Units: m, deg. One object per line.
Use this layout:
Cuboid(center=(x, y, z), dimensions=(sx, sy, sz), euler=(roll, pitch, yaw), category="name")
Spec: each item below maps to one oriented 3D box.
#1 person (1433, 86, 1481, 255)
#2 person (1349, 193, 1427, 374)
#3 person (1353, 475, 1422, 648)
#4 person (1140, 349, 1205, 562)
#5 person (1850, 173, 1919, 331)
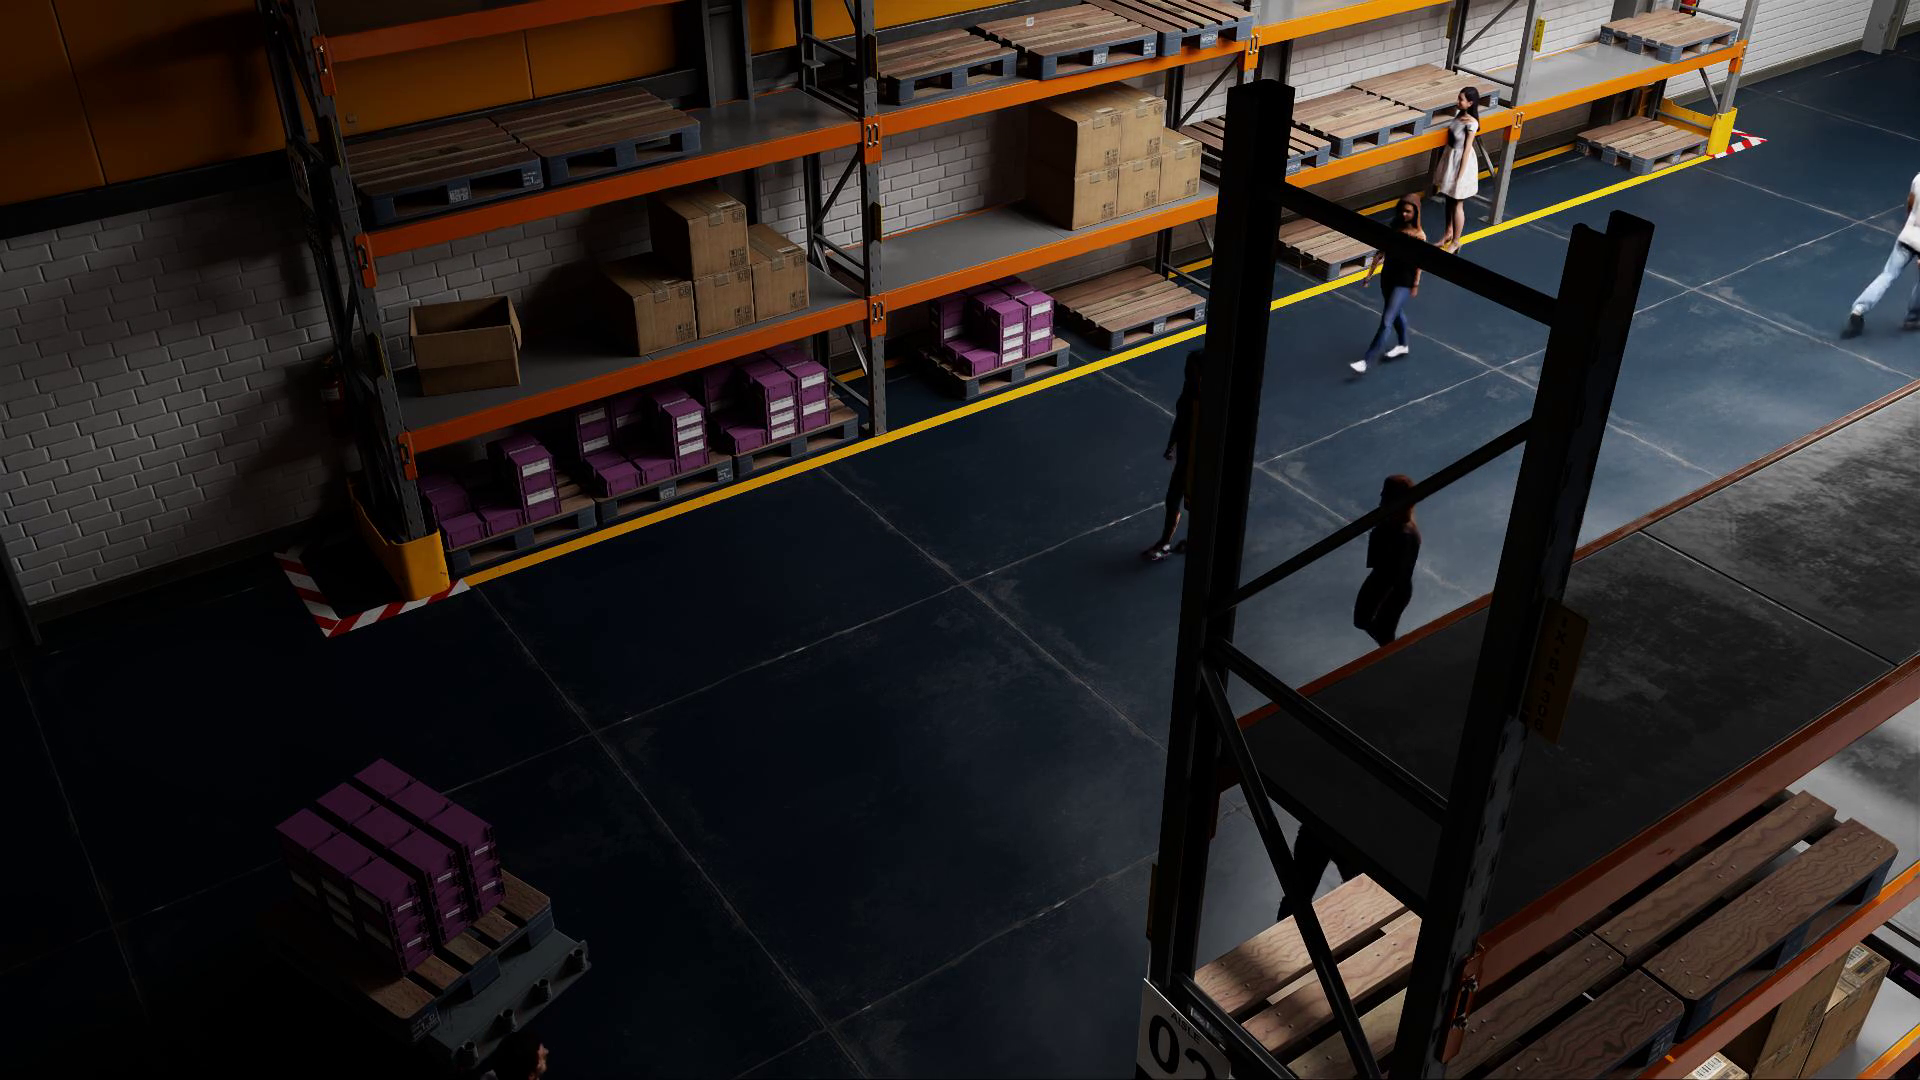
Cuboid(center=(5.099, -3.780, 17.052), dimensions=(0.801, 1.769, 0.776), euler=(-2, 34, -4), category="person")
Cuboid(center=(3.989, -2.325, 14.957), dimensions=(1.097, 1.666, 0.621), euler=(-18, 38, -25), category="person")
Cuboid(center=(2.916, 0.316, 10.954), dimensions=(0.808, 1.698, 0.744), euler=(-2, 34, -3), category="person")
Cuboid(center=(1.810, -0.643, 12.383), dimensions=(0.926, 1.714, 0.768), euler=(-8, 35, -12), category="person")
Cuboid(center=(8.861, -2.775, 15.480), dimensions=(1.194, 1.835, 0.804), euler=(-14, 36, -20), category="person")
